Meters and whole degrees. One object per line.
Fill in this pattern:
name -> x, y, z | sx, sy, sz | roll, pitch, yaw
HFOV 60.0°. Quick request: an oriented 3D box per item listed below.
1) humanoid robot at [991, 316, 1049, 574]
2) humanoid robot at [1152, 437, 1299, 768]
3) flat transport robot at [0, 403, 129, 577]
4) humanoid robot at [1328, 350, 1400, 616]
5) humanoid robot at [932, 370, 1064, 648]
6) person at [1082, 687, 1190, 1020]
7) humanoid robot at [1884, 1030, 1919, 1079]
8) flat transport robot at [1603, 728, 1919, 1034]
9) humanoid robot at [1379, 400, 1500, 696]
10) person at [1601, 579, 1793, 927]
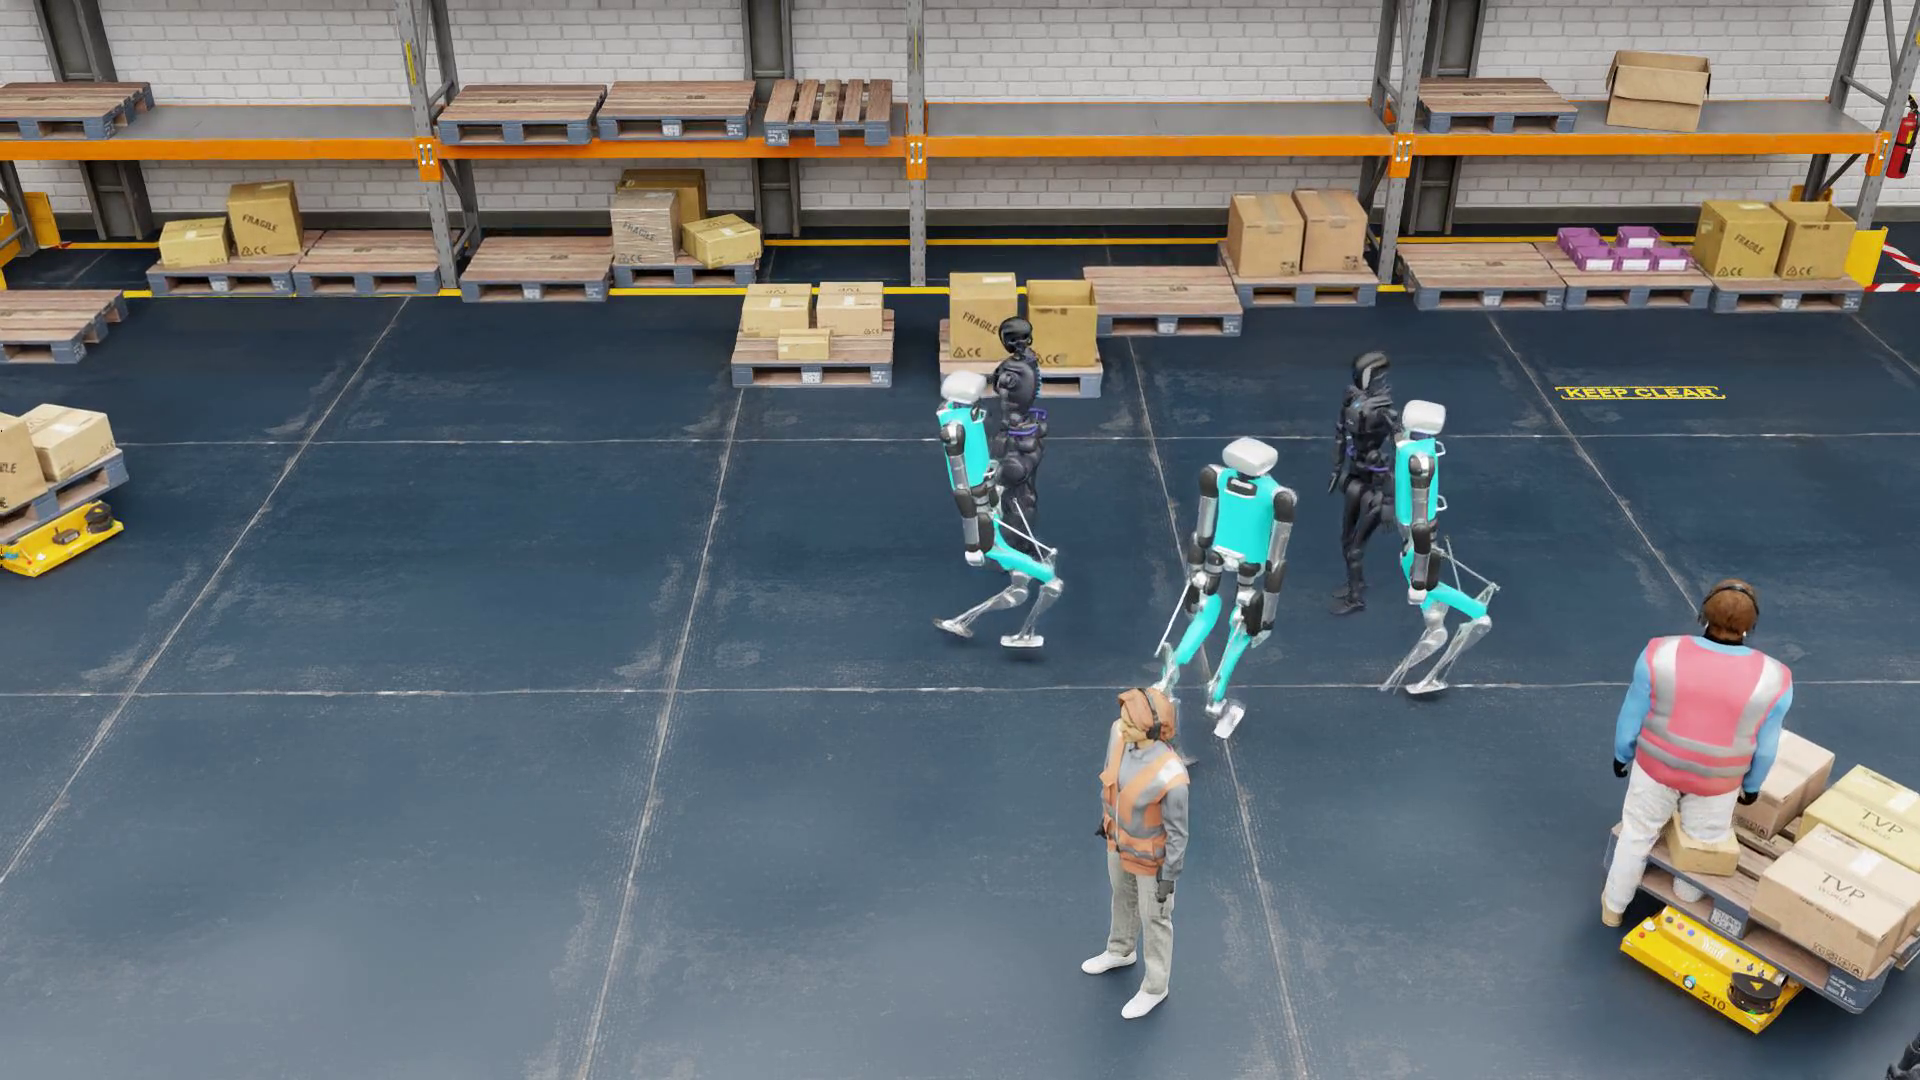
humanoid robot -> 0.343, -0.567, 9.978 | 0.315, 1.653, 0.599 | 12, 33, 19
humanoid robot -> 1.229, 0.434, 8.302 | 0.536, 1.800, 0.852 | 22, 37, 32
flat transport robot -> -6.139, -0.148, 10.657 | 1.431, 0.231, 0.659 | 15, 34, 23
humanoid robot -> 2.353, -0.327, 9.599 | 0.444, 1.642, 0.608 | -14, 34, -22
humanoid robot -> 0.266, -0.089, 9.099 | 0.943, 1.729, 0.534 | 6, 31, 9
person -> 0.749, 1.288, 6.933 | 0.308, 1.638, 0.522 | -15, 34, -24
humanoid robot -> 3.127, 2.128, 5.539 | 0.795, 1.620, 0.588 | 0, 31, 0
flat transport robot -> 3.726, 1.674, 7.624 | 1.431, 0.231, 0.659 | -23, 38, -33
humanoid robot -> 2.593, 0.130, 8.806 | 0.758, 1.811, 0.558 | 4, 31, 6
person -> 3.177, 0.985, 7.253 | 0.638, 1.837, 0.430 | 14, 34, 22
